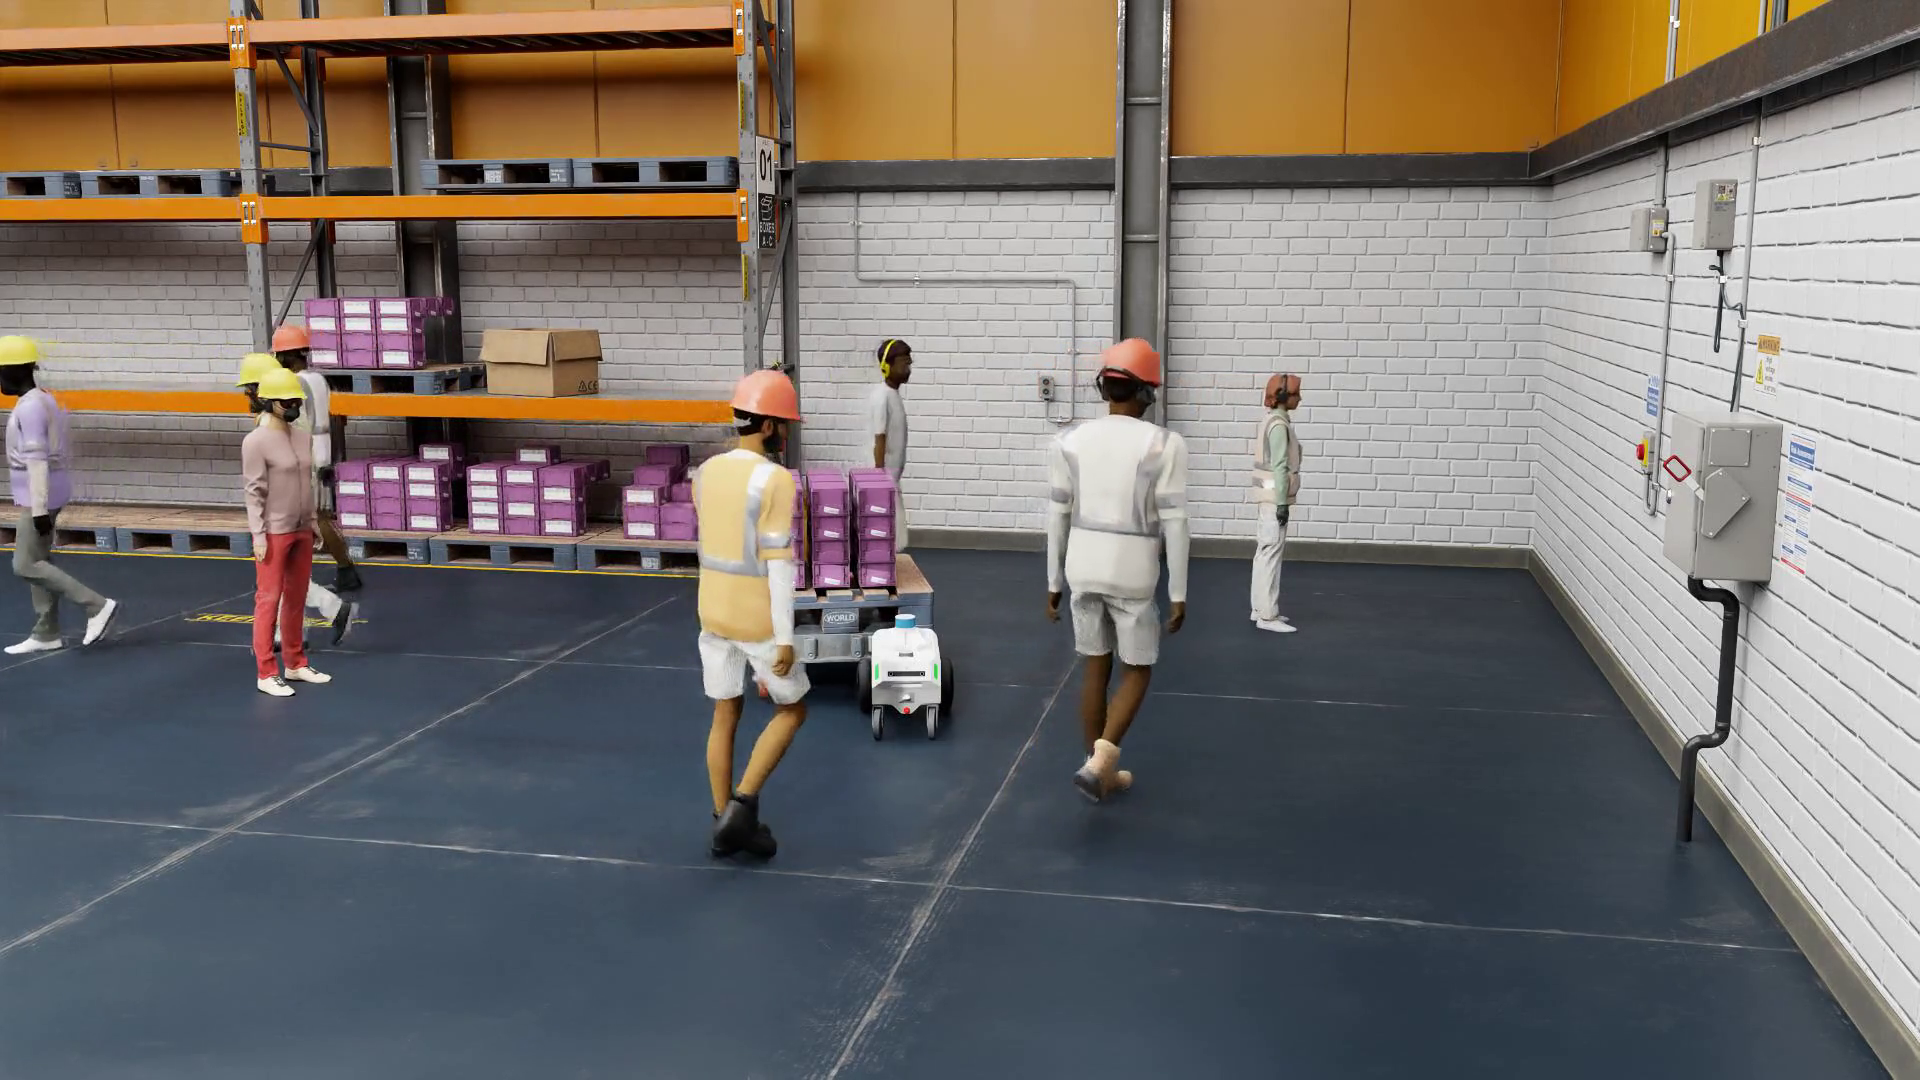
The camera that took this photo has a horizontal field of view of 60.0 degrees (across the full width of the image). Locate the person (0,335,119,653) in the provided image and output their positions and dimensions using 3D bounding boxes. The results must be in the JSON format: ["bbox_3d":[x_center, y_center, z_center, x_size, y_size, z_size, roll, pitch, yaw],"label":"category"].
[{"bbox_3d":[-5.422,-0.261,9.878,0.542,1.914,0.597,-4,10,-24],"label":"person"}]

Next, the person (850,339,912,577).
[{"bbox_3d":[-0.526,-0.383,10.807,0.559,1.848,0.592,1,9,5],"label":"person"}]

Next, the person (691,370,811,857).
[{"bbox_3d":[-0.801,0.299,6.477,0.571,1.912,0.442,8,12,40],"label":"person"}]

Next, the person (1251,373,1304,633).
[{"bbox_3d":[2.009,-0.239,10.561,0.310,1.636,0.523,1,9,4],"label":"person"}]

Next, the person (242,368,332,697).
[{"bbox_3d":[-3.643,-0.048,9.022,0.328,1.767,0.531,3,10,15],"label":"person"}]

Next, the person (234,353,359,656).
[{"bbox_3d":[-3.910,-0.189,9.757,0.601,1.807,0.618,-2,10,-11],"label":"person"}]

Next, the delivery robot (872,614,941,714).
[{"bbox_3d":[-0.274,0.618,8.368,0.477,0.478,0.707,0,9,-3],"label":"delivery robot"}]

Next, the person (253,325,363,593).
[{"bbox_3d":[-4.614,-0.545,11.688,0.842,1.913,0.562,0,9,0],"label":"person"}]

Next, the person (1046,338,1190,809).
[{"bbox_3d":[0.633,0.166,6.990,0.660,2.016,0.684,5,11,29],"label":"person"}]
